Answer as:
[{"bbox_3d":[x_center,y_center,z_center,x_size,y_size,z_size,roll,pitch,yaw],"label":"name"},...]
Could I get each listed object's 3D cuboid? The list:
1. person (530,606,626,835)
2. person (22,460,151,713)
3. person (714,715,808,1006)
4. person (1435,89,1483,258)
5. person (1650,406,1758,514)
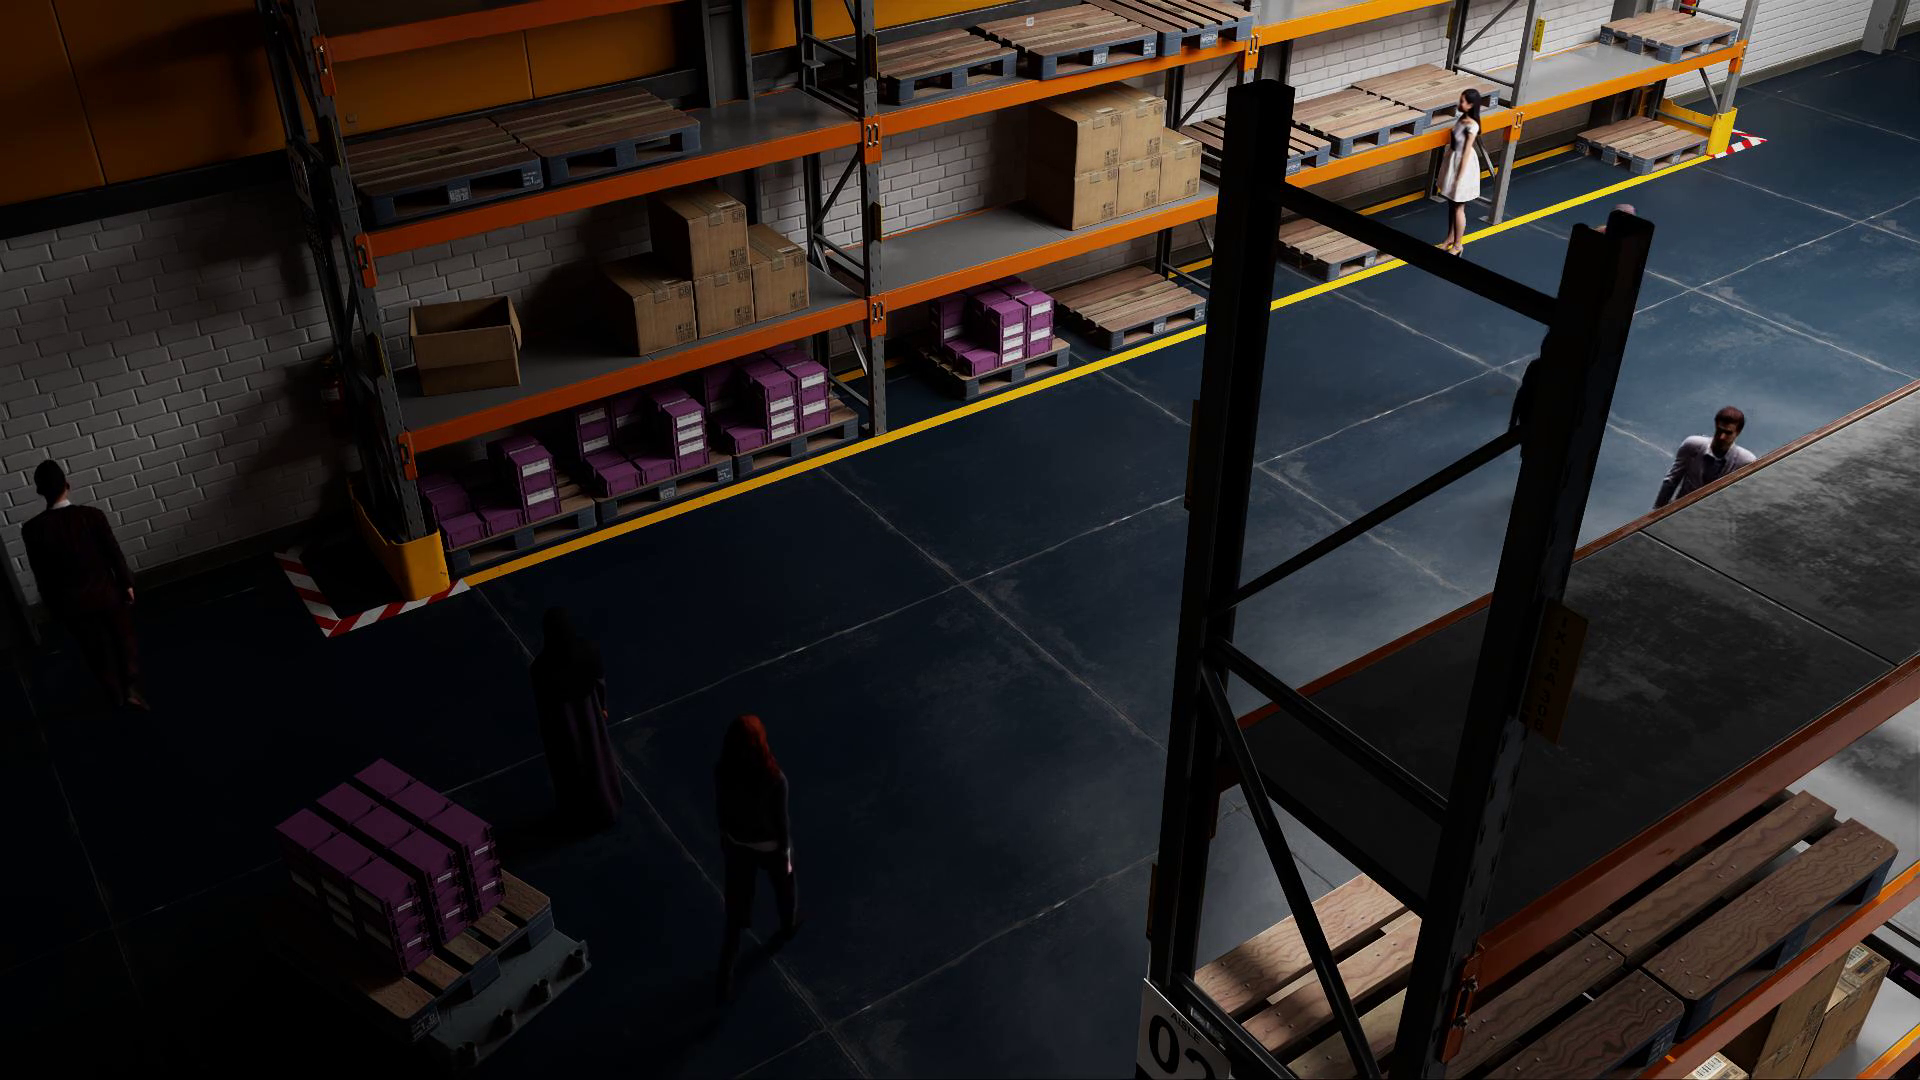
[{"bbox_3d":[-2.308,1.060,9.911,0.505,1.615,0.643,-21,39,-29],"label":"person"},{"bbox_3d":[-5.618,0.387,10.711,0.913,1.849,0.817,-17,37,-23],"label":"person"},{"bbox_3d":[-1.117,1.709,8.818,1.042,1.743,1.184,9,35,14],"label":"person"},{"bbox_3d":[5.097,-3.736,16.986,0.822,1.769,0.783,1,34,1],"label":"person"},{"bbox_3d":[5.156,-0.161,11.566,0.854,1.816,1.115,27,42,35],"label":"person"}]
